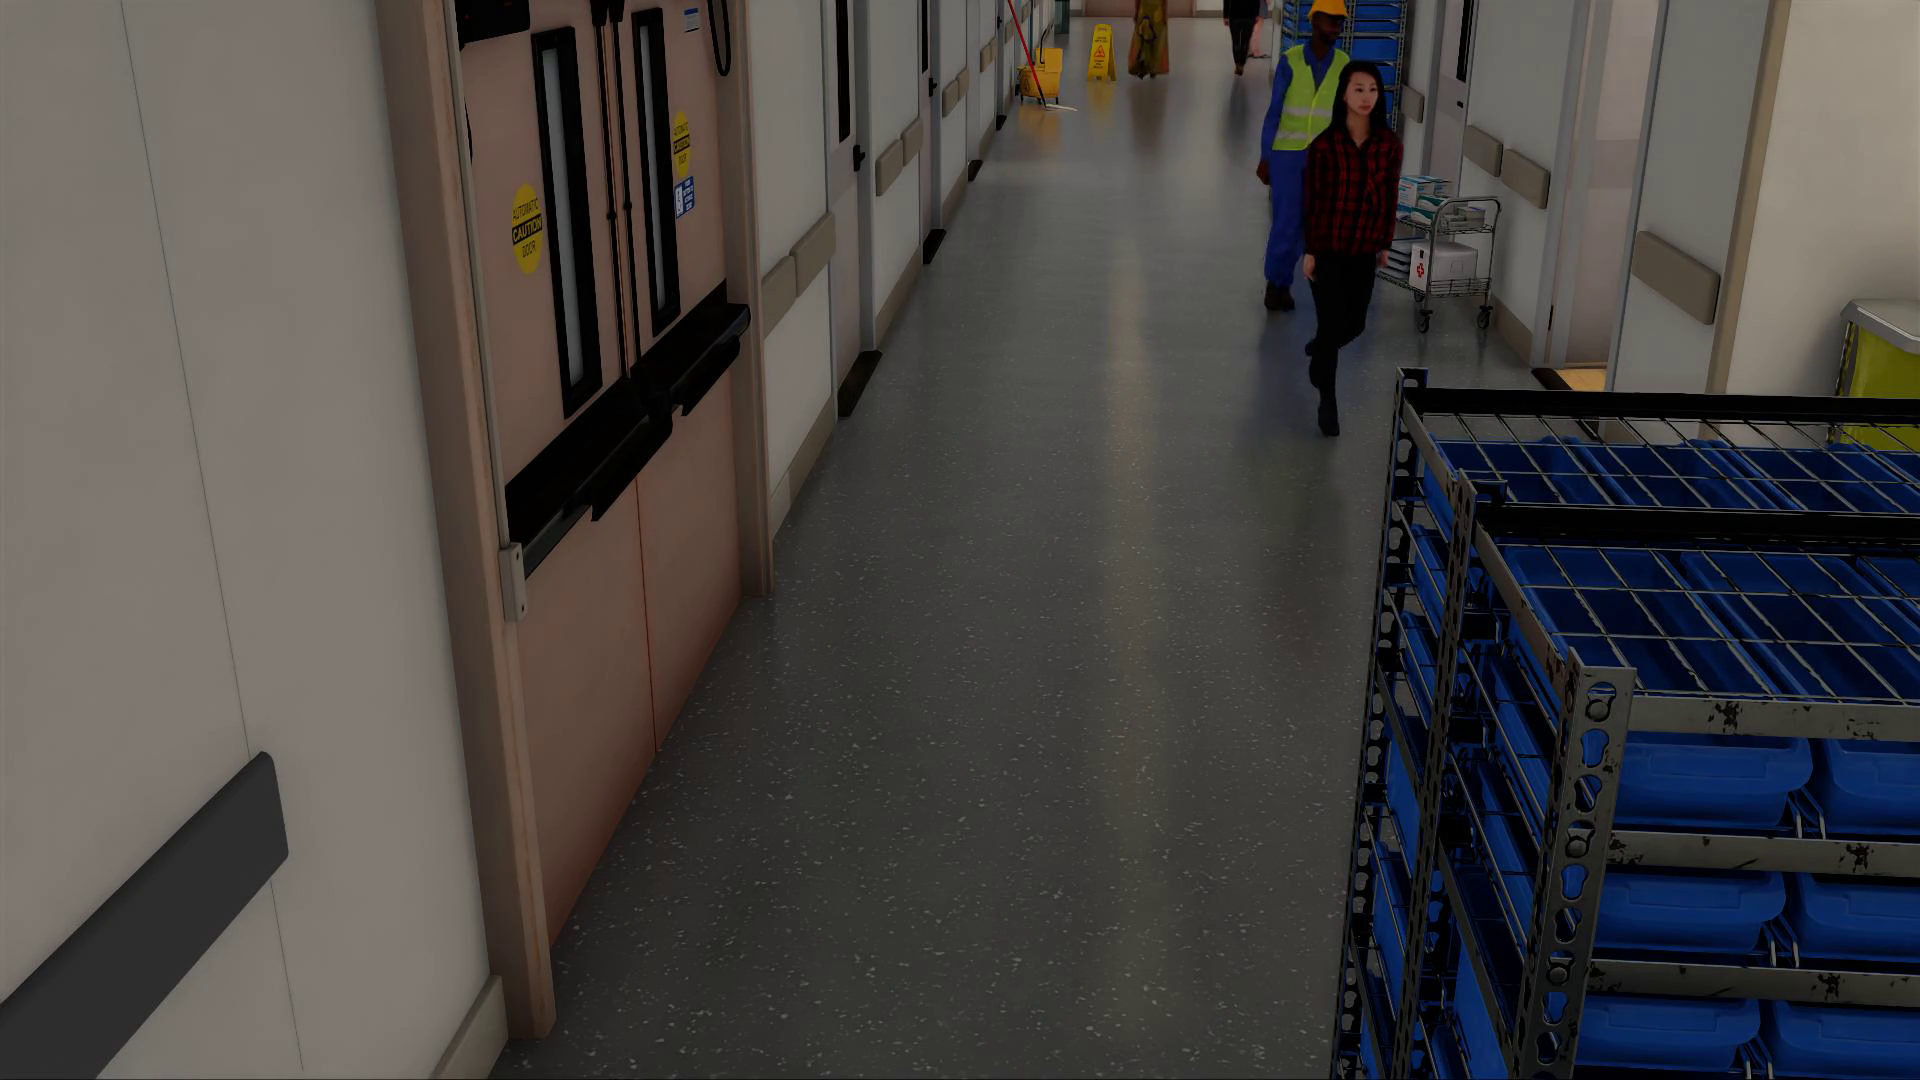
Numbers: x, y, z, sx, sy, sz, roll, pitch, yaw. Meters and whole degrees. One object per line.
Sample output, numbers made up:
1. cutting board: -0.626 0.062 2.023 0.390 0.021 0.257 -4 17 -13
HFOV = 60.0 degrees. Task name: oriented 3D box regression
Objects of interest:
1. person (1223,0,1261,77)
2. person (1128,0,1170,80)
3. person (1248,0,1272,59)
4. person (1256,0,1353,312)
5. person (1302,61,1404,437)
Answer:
1. person: 4.027 -7.481 23.717 0.759 1.681 1.115 5 21 12
2. person: 2.677 -7.233 23.161 0.757 1.611 1.303 3 21 7
3. person: 4.811 -8.745 26.847 0.794 1.829 0.644 -7 22 -17
4. person: 1.989 -2.268 9.789 0.770 1.798 0.762 -2 21 -6
5. person: 1.680 -1.309 7.484 0.701 1.637 0.879 -3 21 -7
